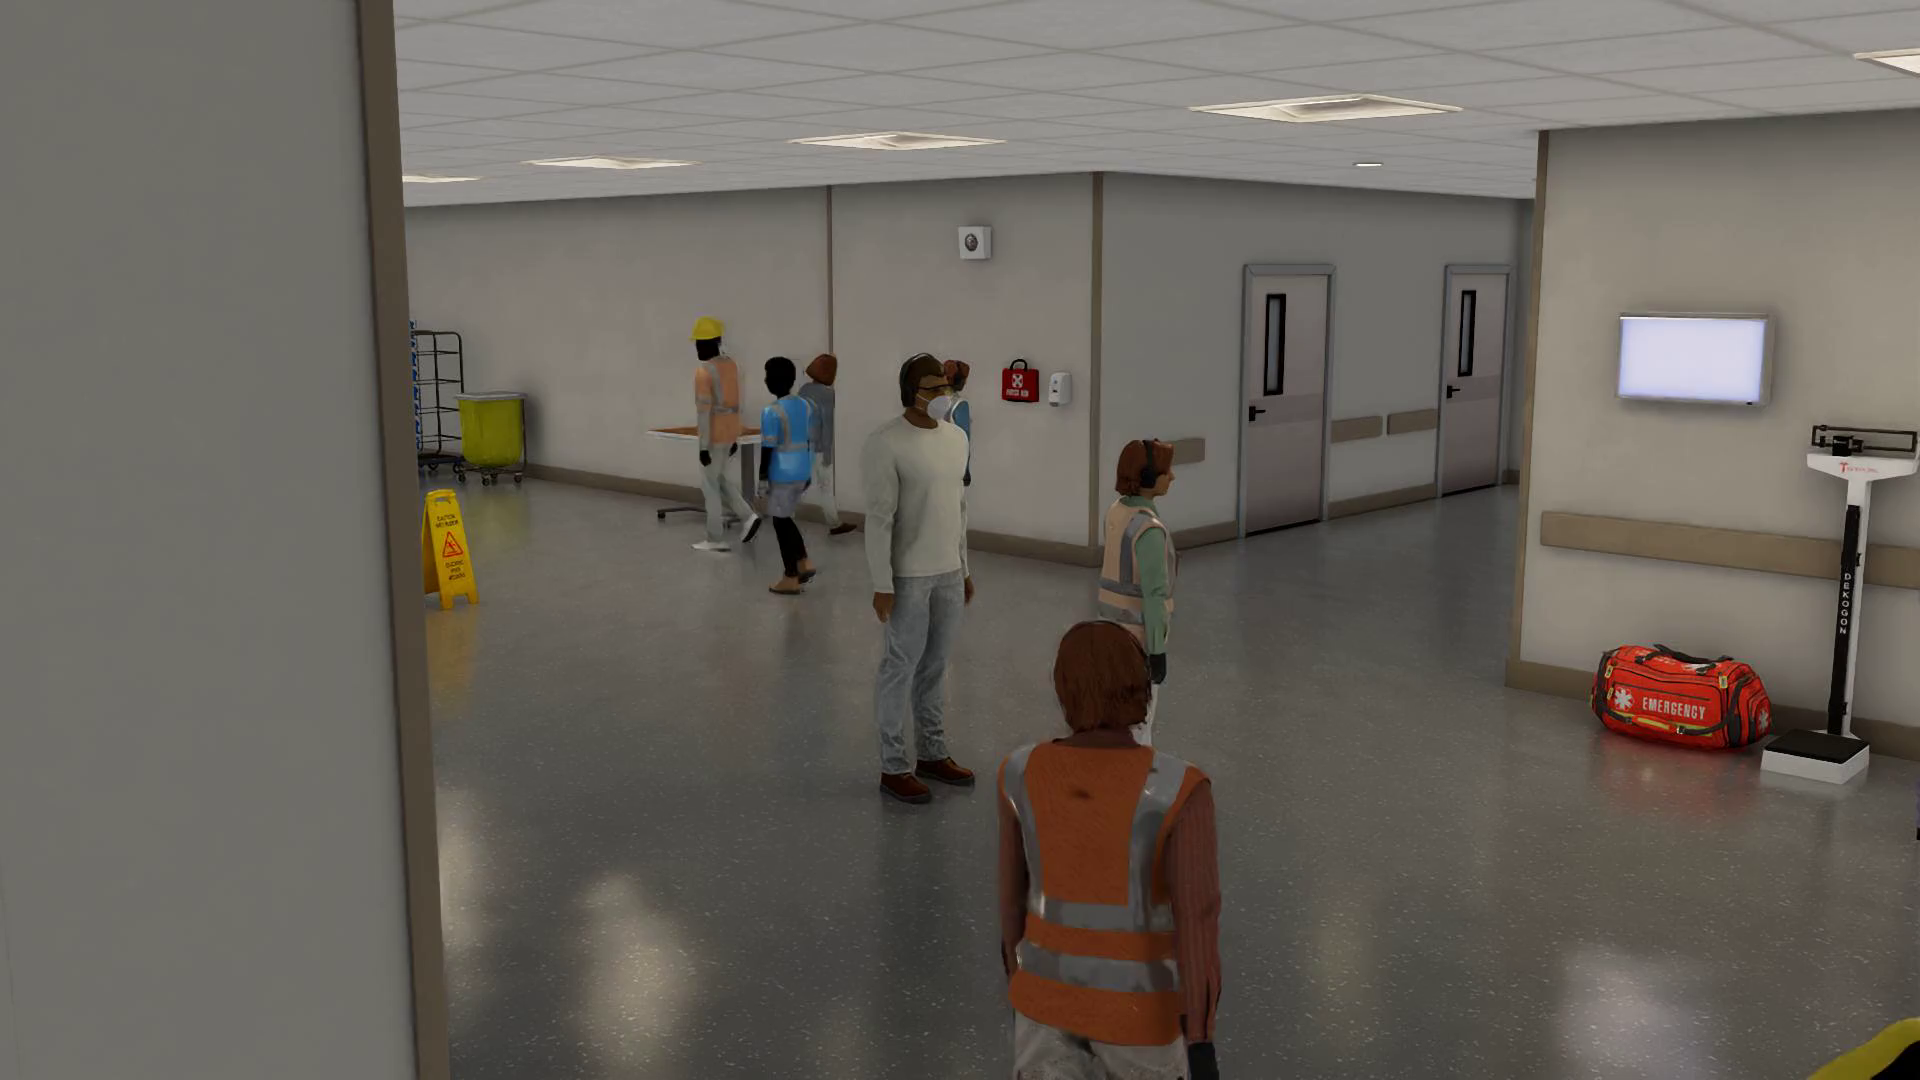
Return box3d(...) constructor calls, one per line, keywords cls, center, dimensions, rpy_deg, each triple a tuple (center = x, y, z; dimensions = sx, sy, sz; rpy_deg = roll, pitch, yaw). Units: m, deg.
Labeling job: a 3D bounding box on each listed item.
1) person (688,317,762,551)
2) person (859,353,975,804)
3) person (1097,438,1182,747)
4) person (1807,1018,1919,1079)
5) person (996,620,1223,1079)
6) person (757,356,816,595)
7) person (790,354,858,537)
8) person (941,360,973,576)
box3d(cls="person", center=(-1.945, -0.846, 13.482), dimensions=(0.499, 1.913, 0.614), rpy_deg=(4, 10, 22))
box3d(cls="person", center=(-0.165, 0.157, 7.260), dimensions=(0.364, 1.939, 0.636), rpy_deg=(7, 12, 38))
box3d(cls="person", center=(0.707, 0.406, 6.677), dimensions=(0.313, 1.633, 0.519), rpy_deg=(-2, 9, -11))
box3d(cls="person", center=(0.610, 1.206, 1.143), dimensions=(0.595, 1.836, 0.404), rpy_deg=(2, 9, 10))
box3d(cls="person", center=(0.291, 0.966, 3.404), dimensions=(0.550, 1.577, 0.845), rpy_deg=(5, 10, 28))
box3d(cls="person", center=(-1.249, -0.452, 11.748), dimensions=(0.367, 1.682, 0.544), rpy_deg=(5, 10, 26))
box3d(cls="person", center=(-1.205, -0.774, 14.030), dimensions=(0.580, 1.574, 0.805), rpy_deg=(9, 13, 44))
box3d(cls="person", center=(-0.087, -0.530, 12.442), dimensions=(0.324, 1.629, 0.507), rpy_deg=(-5, 10, -28))
